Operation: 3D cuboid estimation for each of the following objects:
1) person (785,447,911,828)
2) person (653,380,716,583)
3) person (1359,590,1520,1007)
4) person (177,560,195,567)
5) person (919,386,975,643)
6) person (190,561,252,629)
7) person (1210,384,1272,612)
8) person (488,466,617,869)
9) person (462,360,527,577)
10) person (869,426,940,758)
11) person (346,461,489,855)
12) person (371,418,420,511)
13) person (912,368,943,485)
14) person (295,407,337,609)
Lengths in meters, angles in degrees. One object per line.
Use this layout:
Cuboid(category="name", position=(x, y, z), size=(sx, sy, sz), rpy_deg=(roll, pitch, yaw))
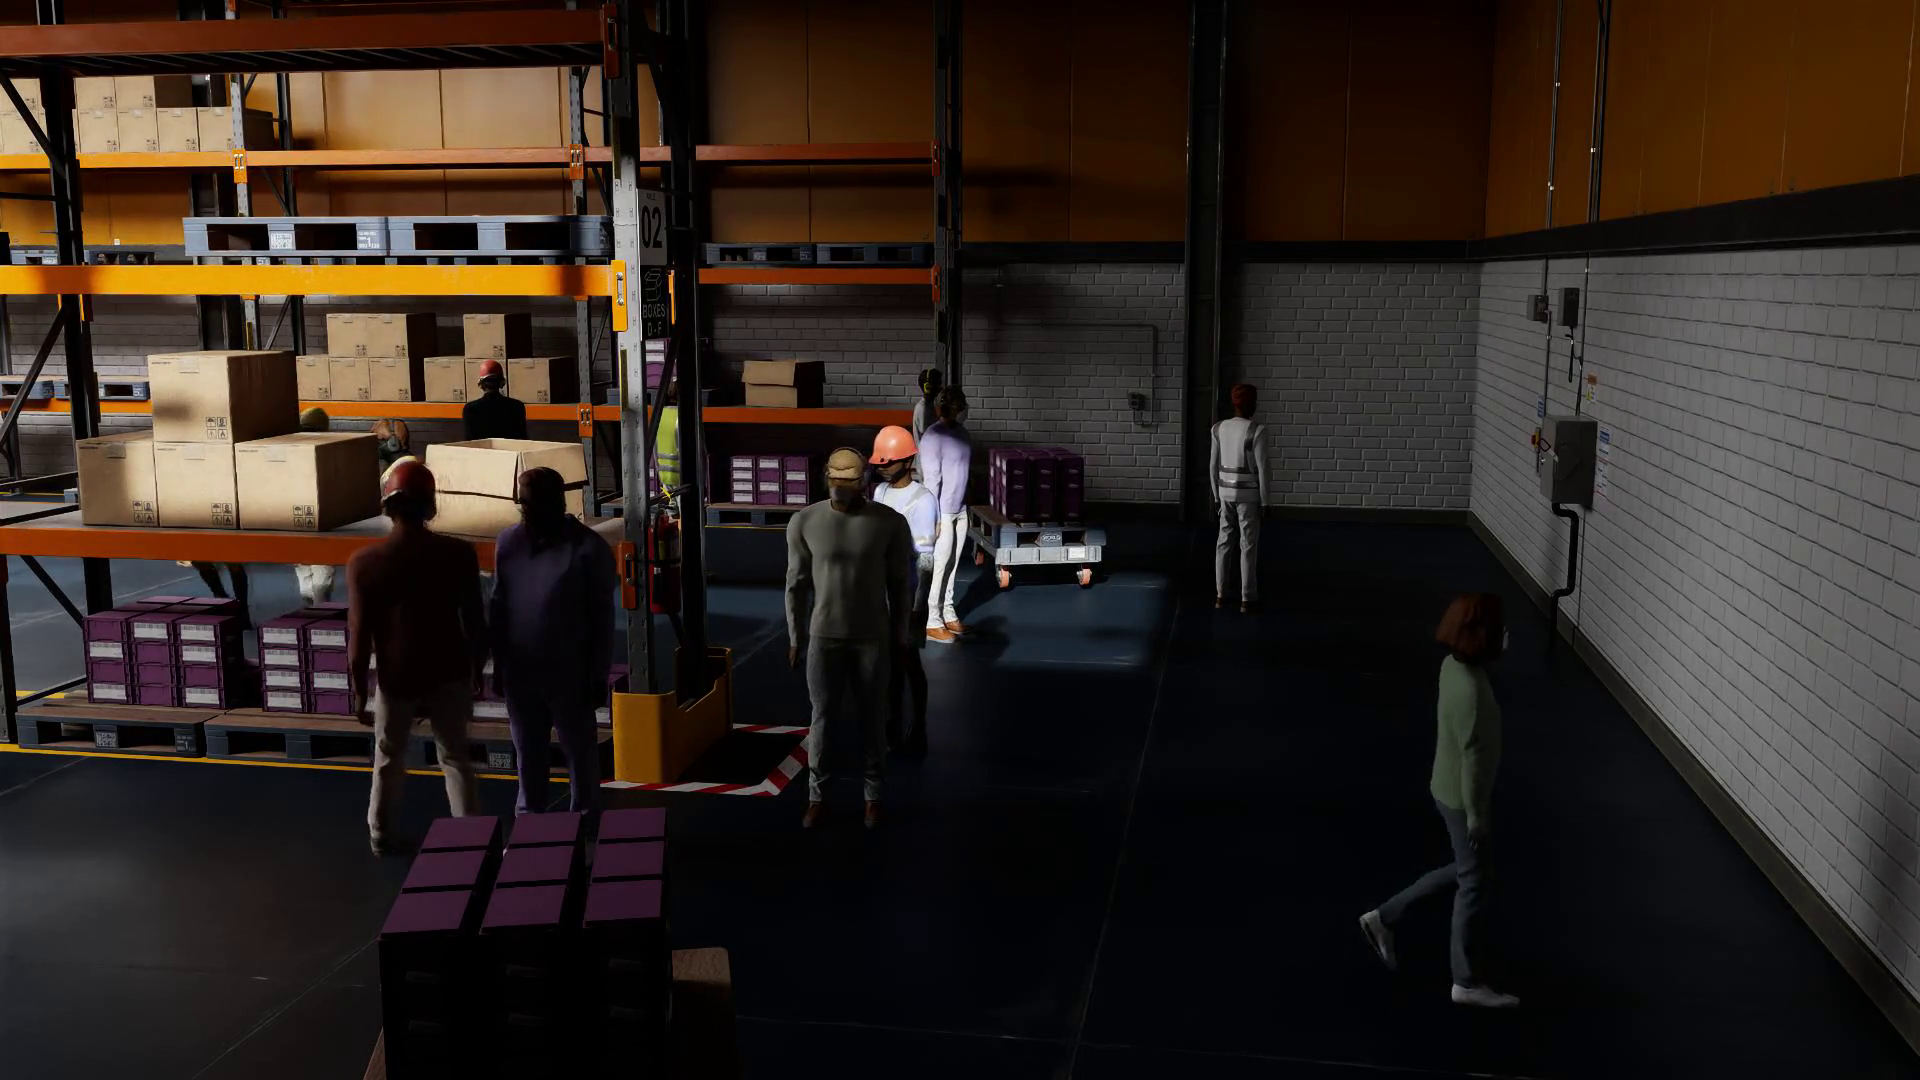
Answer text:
Cuboid(category="person", position=(-0.558, 0.491, 8.361), size=(0.633, 1.936, 0.355), rpy_deg=(0, 9, -2))
Cuboid(category="person", position=(-2.483, -0.524, 14.954), size=(0.623, 1.844, 0.429), rpy_deg=(8, 12, 40))
Cuboid(category="person", position=(1.859, 0.981, 6.314), size=(0.523, 1.619, 0.504), rpy_deg=(2, 9, 11))
Cuboid(category="person", position=(-7.334, -0.672, 15.872), size=(0.429, 1.841, 0.633), rpy_deg=(2, 9, 13))
Cuboid(category="person", position=(-0.090, -0.203, 12.659), size=(0.378, 1.940, 0.629), rpy_deg=(4, 10, 26))
Cuboid(category="person", position=(-5.757, -0.226, 12.853), size=(0.555, 1.917, 0.494), rpy_deg=(8, 12, 42))
Cuboid(category="person", position=(2.322, -0.345, 13.713), size=(0.575, 1.883, 0.355), rpy_deg=(9, 13, 44))
Cuboid(category="person", position=(-1.930, 0.601, 7.792), size=(0.639, 1.902, 0.407), rpy_deg=(3, 10, 17))
Cuboid(category="person", position=(-4.276, -0.658, 15.307), size=(0.621, 1.992, 0.397), rpy_deg=(-7, 11, -37))
Cuboid(category="person", position=(-0.357, 0.297, 9.613), size=(0.378, 1.926, 0.544), rpy_deg=(-7, 11, -35))
Cuboid(category="person", position=(-2.512, 0.599, 7.737), size=(0.641, 1.928, 0.978), rpy_deg=(-5, 10, -28))
Cuboid(category="person", position=(-3.742, 0.095, 11.148), size=(0.430, 1.835, 0.619), rpy_deg=(-4, 10, -23))
Cuboid(category="person", position=(-0.305, -0.723, 16.102), size=(0.330, 1.872, 0.512), rpy_deg=(0, 9, 0))
Cuboid(category="person", position=(-4.894, -0.099, 12.526), size=(0.634, 1.785, 0.908), rpy_deg=(-1, 9, -7))
